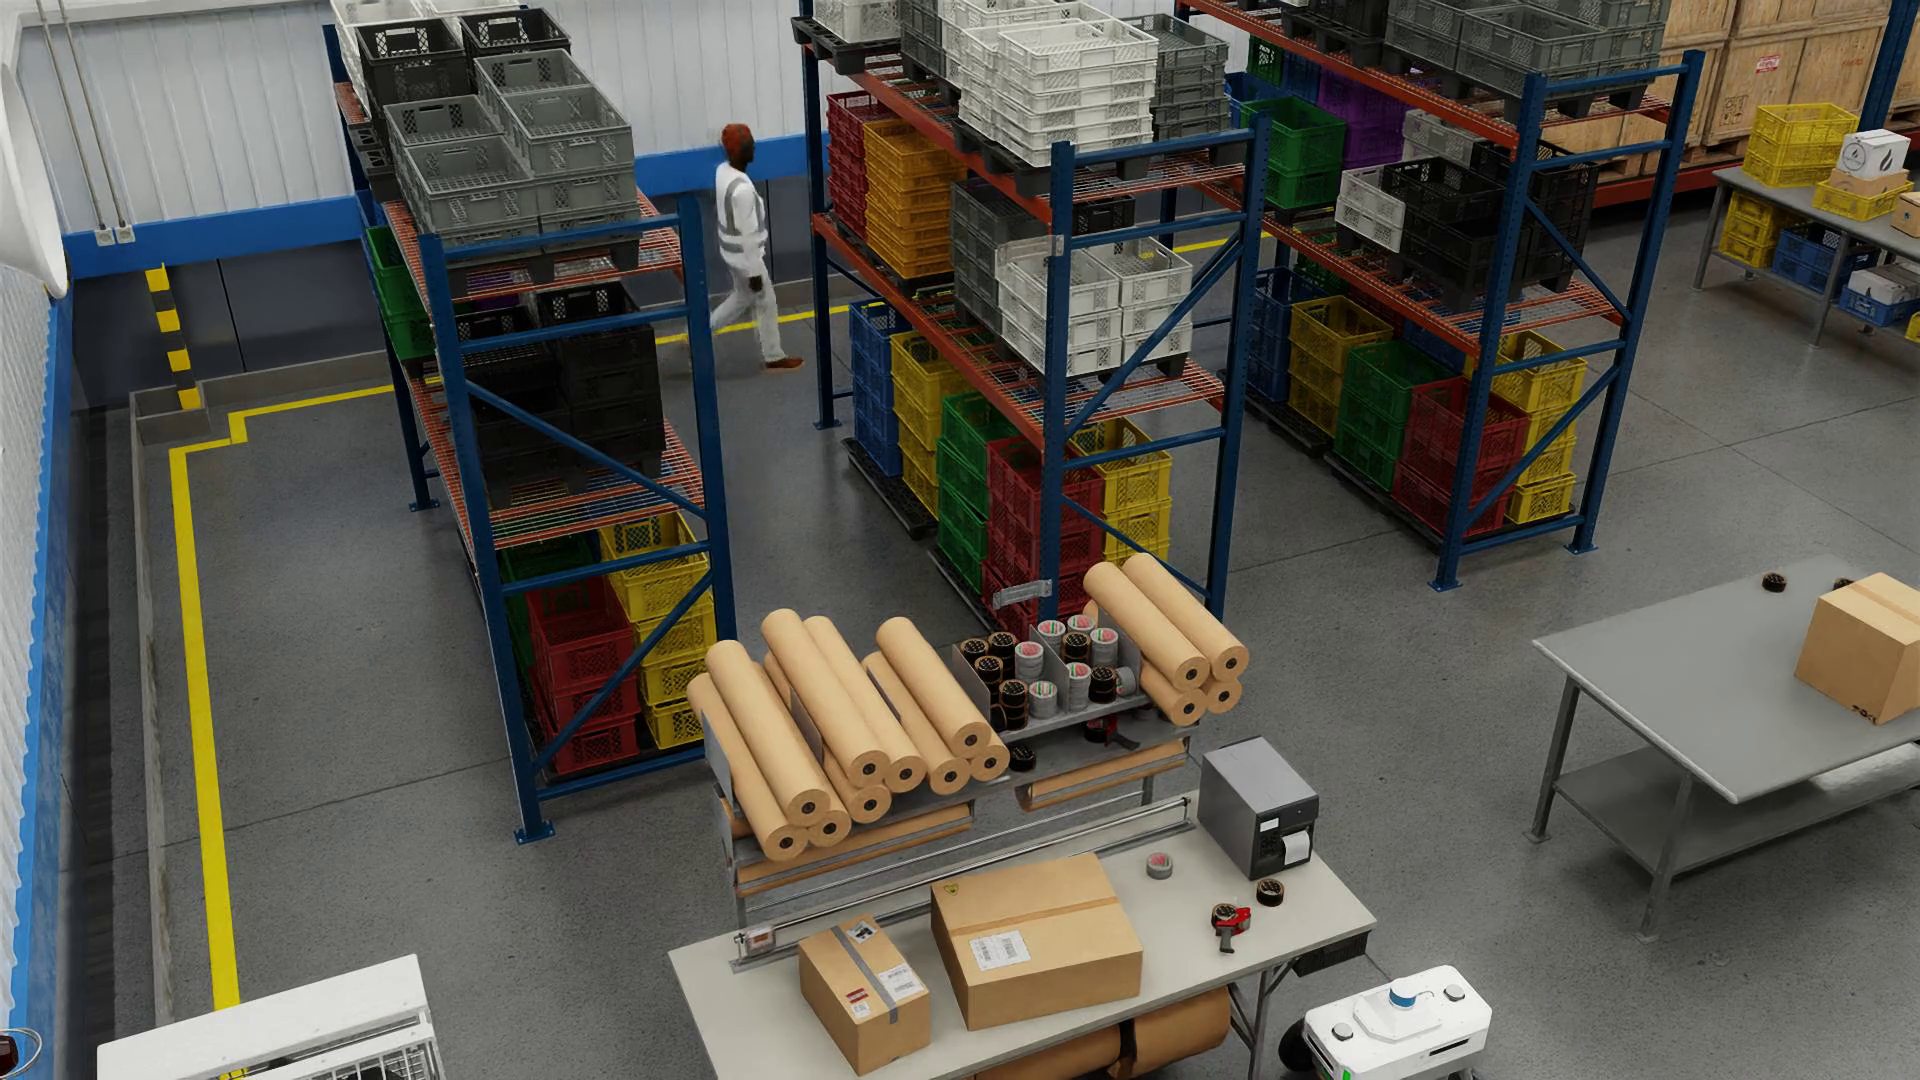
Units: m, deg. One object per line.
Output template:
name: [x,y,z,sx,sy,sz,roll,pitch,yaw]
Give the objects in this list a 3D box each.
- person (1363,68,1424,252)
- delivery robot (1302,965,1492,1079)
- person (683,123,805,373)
person: [3.524,-3.328,13.782,0.625,1.933,0.374,21,37,30]
delivery robot: [1.700,1.914,6.481,0.707,0.478,0.477,-12,34,-19]
person: [-1.559,-2.013,11.718,0.782,1.855,0.592,-11,33,-17]
